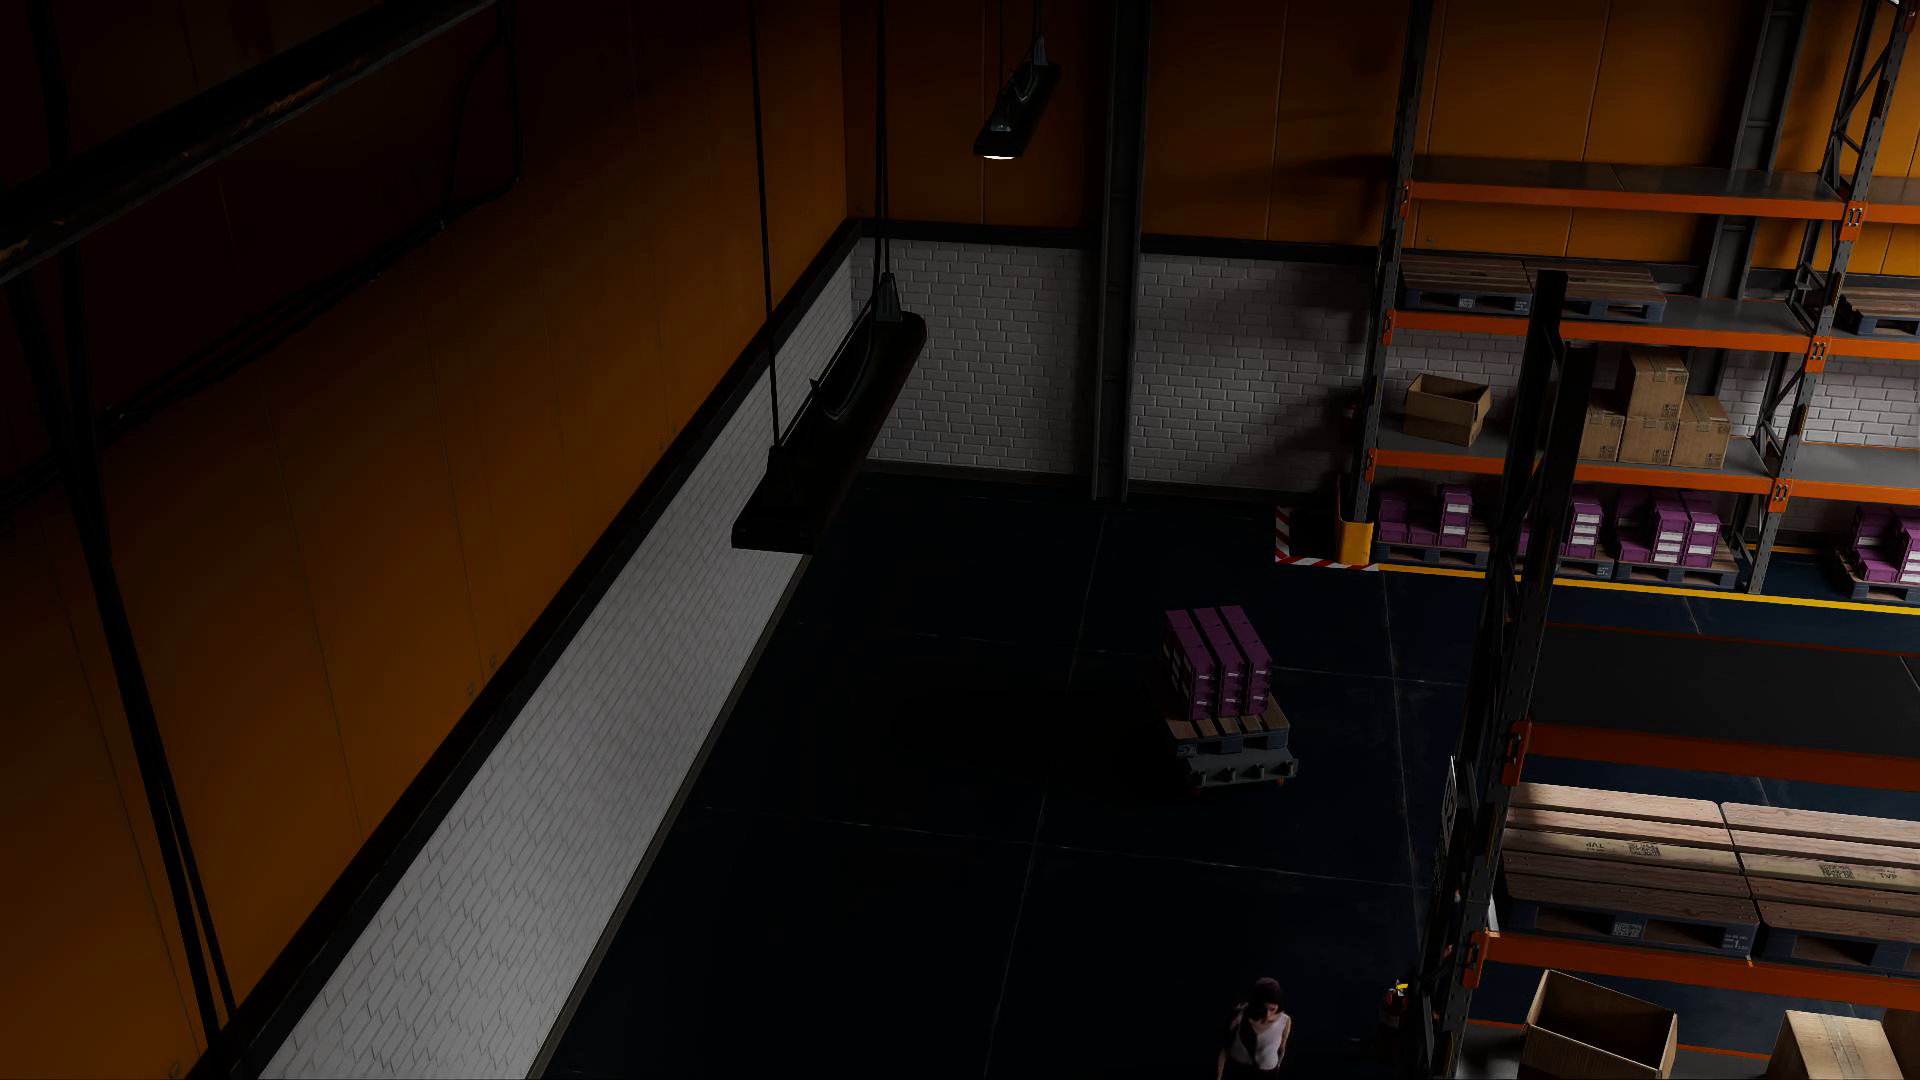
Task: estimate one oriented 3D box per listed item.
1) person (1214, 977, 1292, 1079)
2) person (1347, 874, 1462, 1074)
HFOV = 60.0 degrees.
[{"bbox_3d":[1.807,3.275,10.337,1.043,1.594,0.665,6,29,12],"label":"person"},{"bbox_3d":[3.257,2.840,10.911,1.046,1.808,0.708,1,29,2],"label":"person"}]
